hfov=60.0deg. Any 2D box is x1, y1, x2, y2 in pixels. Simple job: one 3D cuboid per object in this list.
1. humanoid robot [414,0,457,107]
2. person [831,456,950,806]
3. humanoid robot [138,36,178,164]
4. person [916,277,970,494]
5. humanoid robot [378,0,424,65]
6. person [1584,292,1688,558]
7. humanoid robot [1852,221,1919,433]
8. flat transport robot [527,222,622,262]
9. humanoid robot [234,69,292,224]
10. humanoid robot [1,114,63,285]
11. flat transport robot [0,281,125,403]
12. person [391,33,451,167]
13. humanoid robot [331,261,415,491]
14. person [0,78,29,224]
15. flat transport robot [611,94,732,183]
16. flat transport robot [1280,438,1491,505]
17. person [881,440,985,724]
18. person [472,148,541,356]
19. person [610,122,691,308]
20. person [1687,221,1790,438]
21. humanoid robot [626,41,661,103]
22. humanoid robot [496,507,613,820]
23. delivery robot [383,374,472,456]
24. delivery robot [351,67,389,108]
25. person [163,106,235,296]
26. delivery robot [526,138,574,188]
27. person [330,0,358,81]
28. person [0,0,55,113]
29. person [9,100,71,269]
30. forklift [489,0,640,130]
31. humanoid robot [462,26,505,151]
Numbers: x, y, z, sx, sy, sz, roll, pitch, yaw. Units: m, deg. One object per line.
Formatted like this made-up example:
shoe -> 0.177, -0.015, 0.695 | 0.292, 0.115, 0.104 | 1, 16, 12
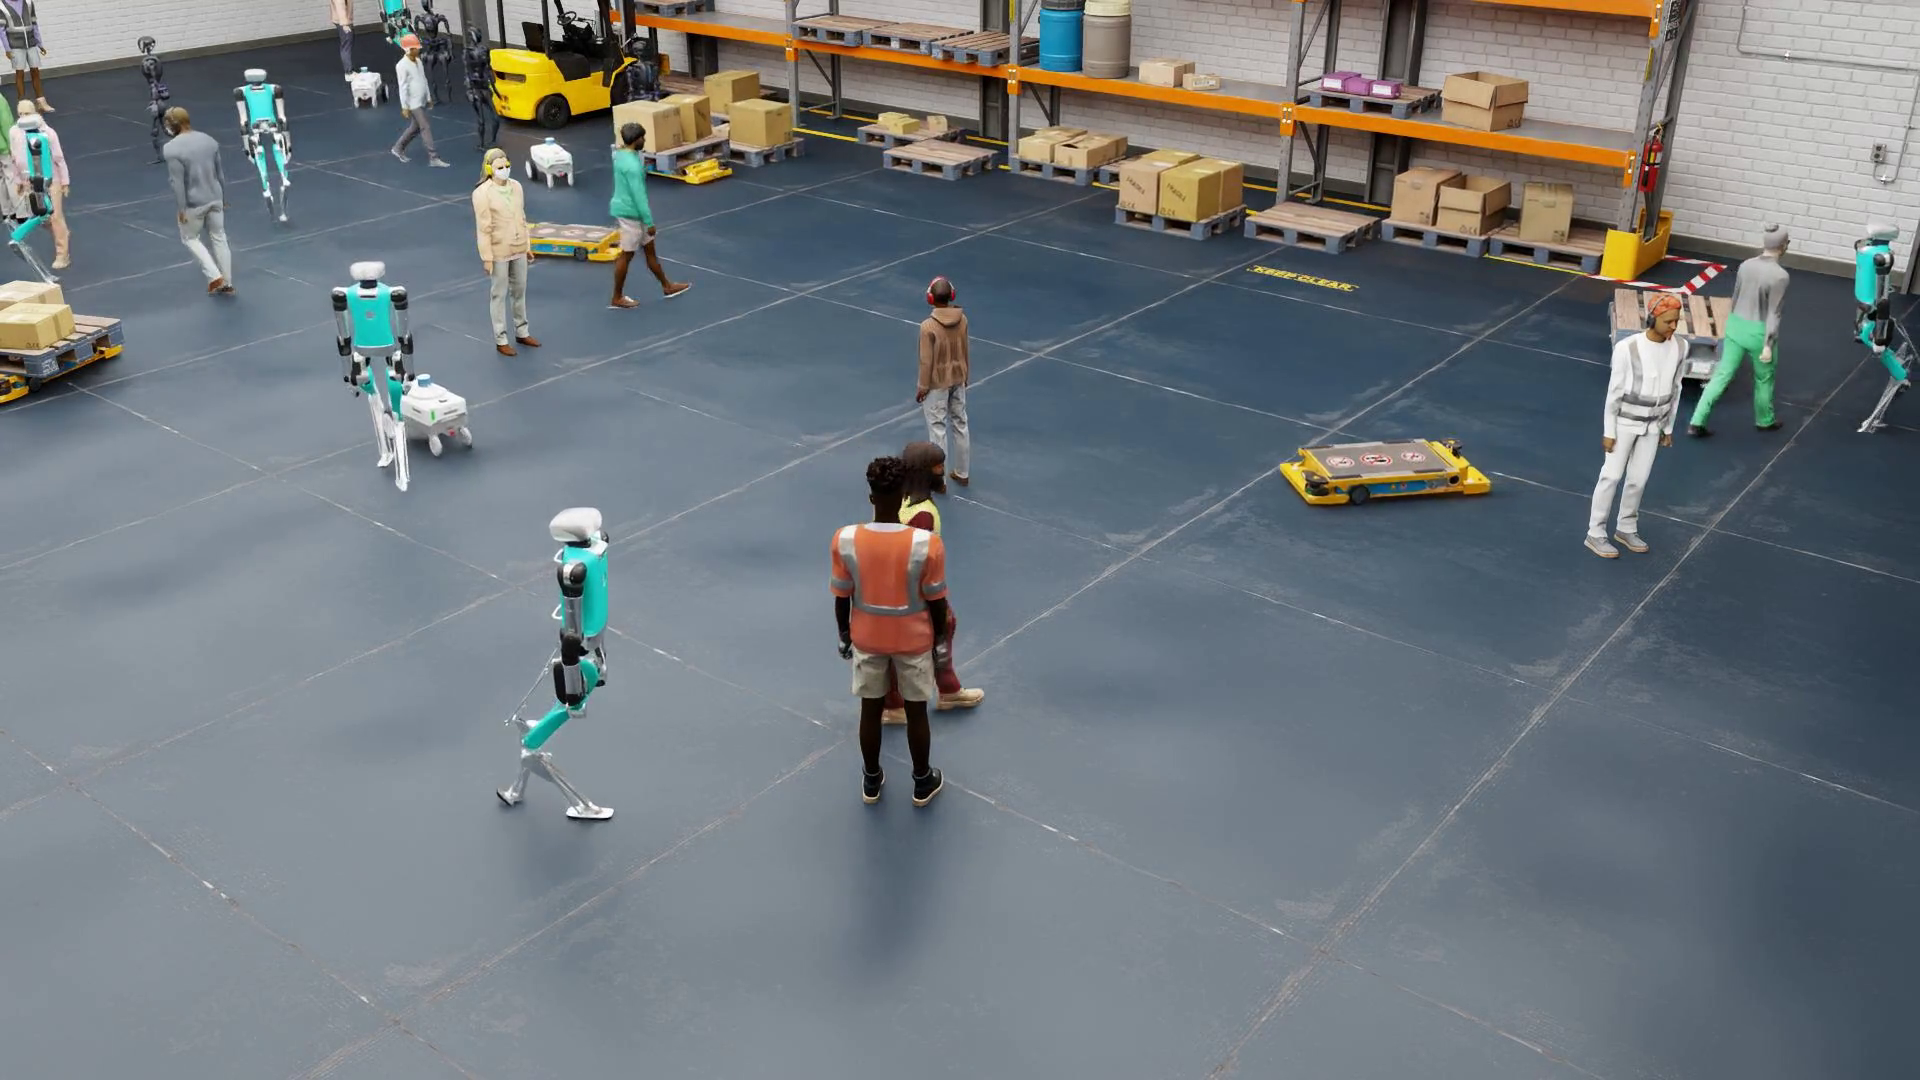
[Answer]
humanoid robot -> -8.005, -7.465, 25.414 | 0.609, 1.648, 0.310 | 0, 26, -1
person -> -0.349, 0.493, 8.608 | 0.600, 1.959, 0.381 | 4, 26, 9
humanoid robot -> -10.635, -5.861, 22.132 | 0.700, 1.639, 0.593 | -14, 29, -26
person -> -0.113, -1.141, 12.339 | 0.465, 1.650, 0.309 | -19, 32, -34
humanoid robot -> -8.909, -8.194, 26.698 | 0.735, 1.677, 0.533 | 19, 32, 34
person -> 4.625, -0.778, 11.339 | 0.565, 1.878, 0.354 | -7, 27, -13
humanoid robot -> 7.497, -1.665, 13.367 | 0.823, 1.791, 0.530 | 3, 26, 6
flat transport robot -> -4.358, -3.300, 18.404 | 1.431, 0.231, 0.659 | 6, 26, 13
humanoid robot -> -7.942, -4.436, 19.123 | 0.538, 1.810, 0.832 | -10, 28, -20
humanoid robot -> -9.517, -3.440, 16.936 | 0.732, 1.726, 0.533 | -9, 27, -18
flat transport robot -> -8.249, -1.562, 14.806 | 0.659, 0.231, 1.431 | 7, 27, 15
person -> -7.221, -5.798, 21.914 | 0.837, 1.717, 0.565 | 3, 26, 7
humanoid robot -> -4.370, -1.291, 12.593 | 0.562, 1.794, 0.832 | -6, 26, -12
person -> -11.121, -4.578, 19.310 | 0.539, 1.782, 0.386 | 16, 30, 30
flat transport robot -> -3.734, -4.883, 21.684 | 1.431, 0.231, 0.659 | 16, 30, 30
flat transport robot -> 3.227, -0.520, 12.646 | 1.431, 0.231, 0.659 | -4, 26, -9
person -> -0.136, 0.262, 9.321 | 0.751, 1.744, 0.502 | -2, 26, -3
person -> -4.159, -2.639, 15.191 | 0.392, 1.875, 0.565 | 17, 30, 31
person -> -3.108, -3.205, 16.439 | 0.938, 1.800, 0.541 | -10, 27, -19
person -> 6.331, -1.675, 13.291 | 0.930, 1.801, 0.526 | -12, 28, -22
humanoid robot -> -4.034, -5.627, 21.604 | 0.427, 1.641, 0.612 | 17, 31, 31
humanoid robot -> -2.166, 0.699, 8.527 | 0.841, 1.850, 0.559 | 2, 26, 4
delivery robot -> -4.289, -1.042, 13.392 | 0.785, 0.589, 0.499 | 22, 33, 38
delivery robot -> -9.190, -7.024, 25.783 | 0.499, 0.589, 0.782 | -4, 26, -8
person -> -7.591, -3.373, 16.650 | 0.424, 1.919, 0.646 | 15, 30, 29
delivery robot -> -5.226, -4.831, 21.266 | 0.499, 0.612, 0.813 | -14, 29, -27
person -> -10.154, -8.535, 27.408 | 0.411, 1.865, 0.819 | -8, 27, -16
person -> -13.994, -7.396, 24.864 | 0.396, 2.032, 0.604 | 17, 31, 31
person -> -9.762, -3.823, 17.755 | 0.553, 1.773, 0.572 | 0, 26, -1
forklift -> -5.874, -7.334, 24.552 | 1.214, 2.155, 2.313 | 19, 32, 34
humanoid robot -> -6.541, -6.153, 22.685 | 0.329, 1.645, 0.602 | 12, 28, 24
